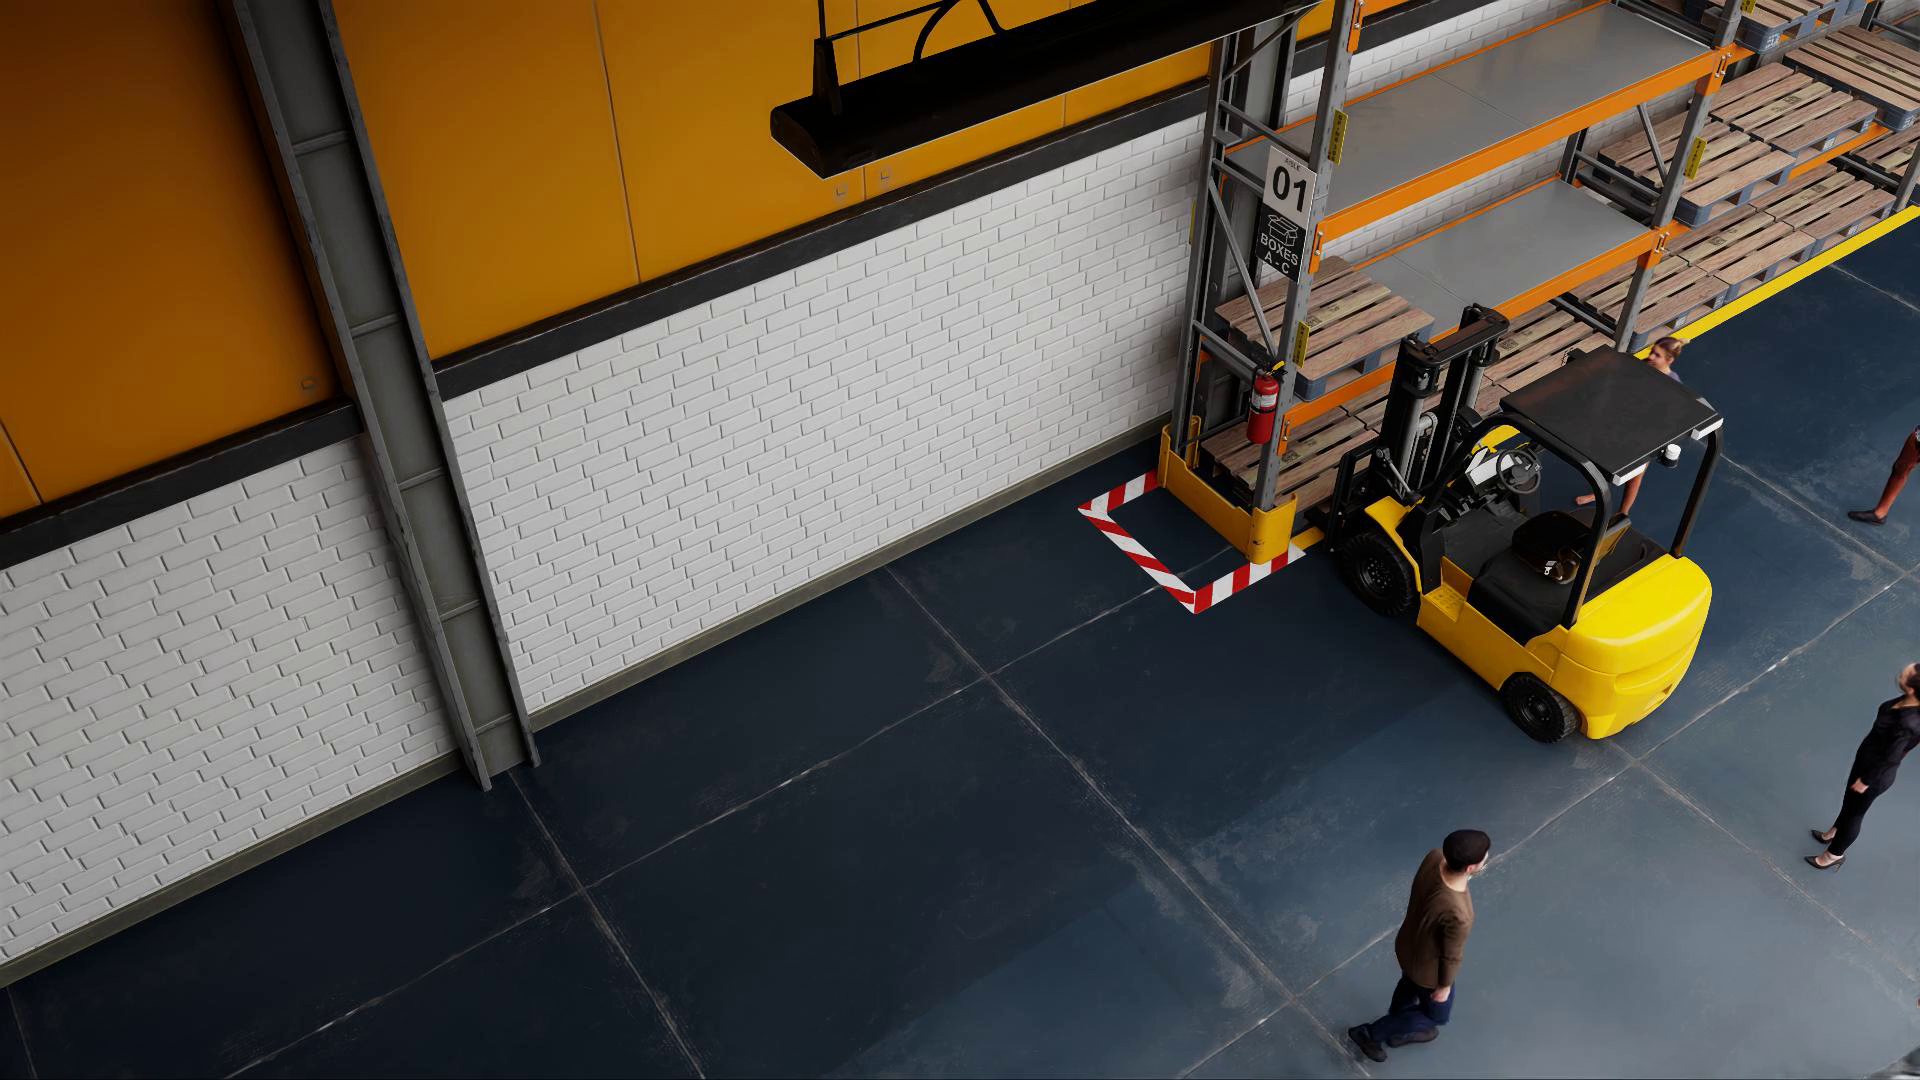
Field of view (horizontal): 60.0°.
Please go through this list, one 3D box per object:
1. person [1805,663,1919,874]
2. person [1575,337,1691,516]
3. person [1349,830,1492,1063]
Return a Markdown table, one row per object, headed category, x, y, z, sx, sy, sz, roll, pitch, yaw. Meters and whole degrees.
| category | x | y | z | sx | sy | sz | roll | pitch | yaw |
| --- | --- | --- | --- | --- | --- | --- | --- | --- | --- |
| person | 5.286 | 1.308 | 9.607 | 0.689 | 1.711 | 0.527 | 26 | 49 | 25 |
| person | 4.830 | -0.791 | 11.873 | 0.584 | 1.624 | 0.620 | -18 | 47 | -18 |
| person | 2.356 | 2.144 | 8.610 | 0.942 | 1.876 | 0.862 | -3 | 44 | -3 |
